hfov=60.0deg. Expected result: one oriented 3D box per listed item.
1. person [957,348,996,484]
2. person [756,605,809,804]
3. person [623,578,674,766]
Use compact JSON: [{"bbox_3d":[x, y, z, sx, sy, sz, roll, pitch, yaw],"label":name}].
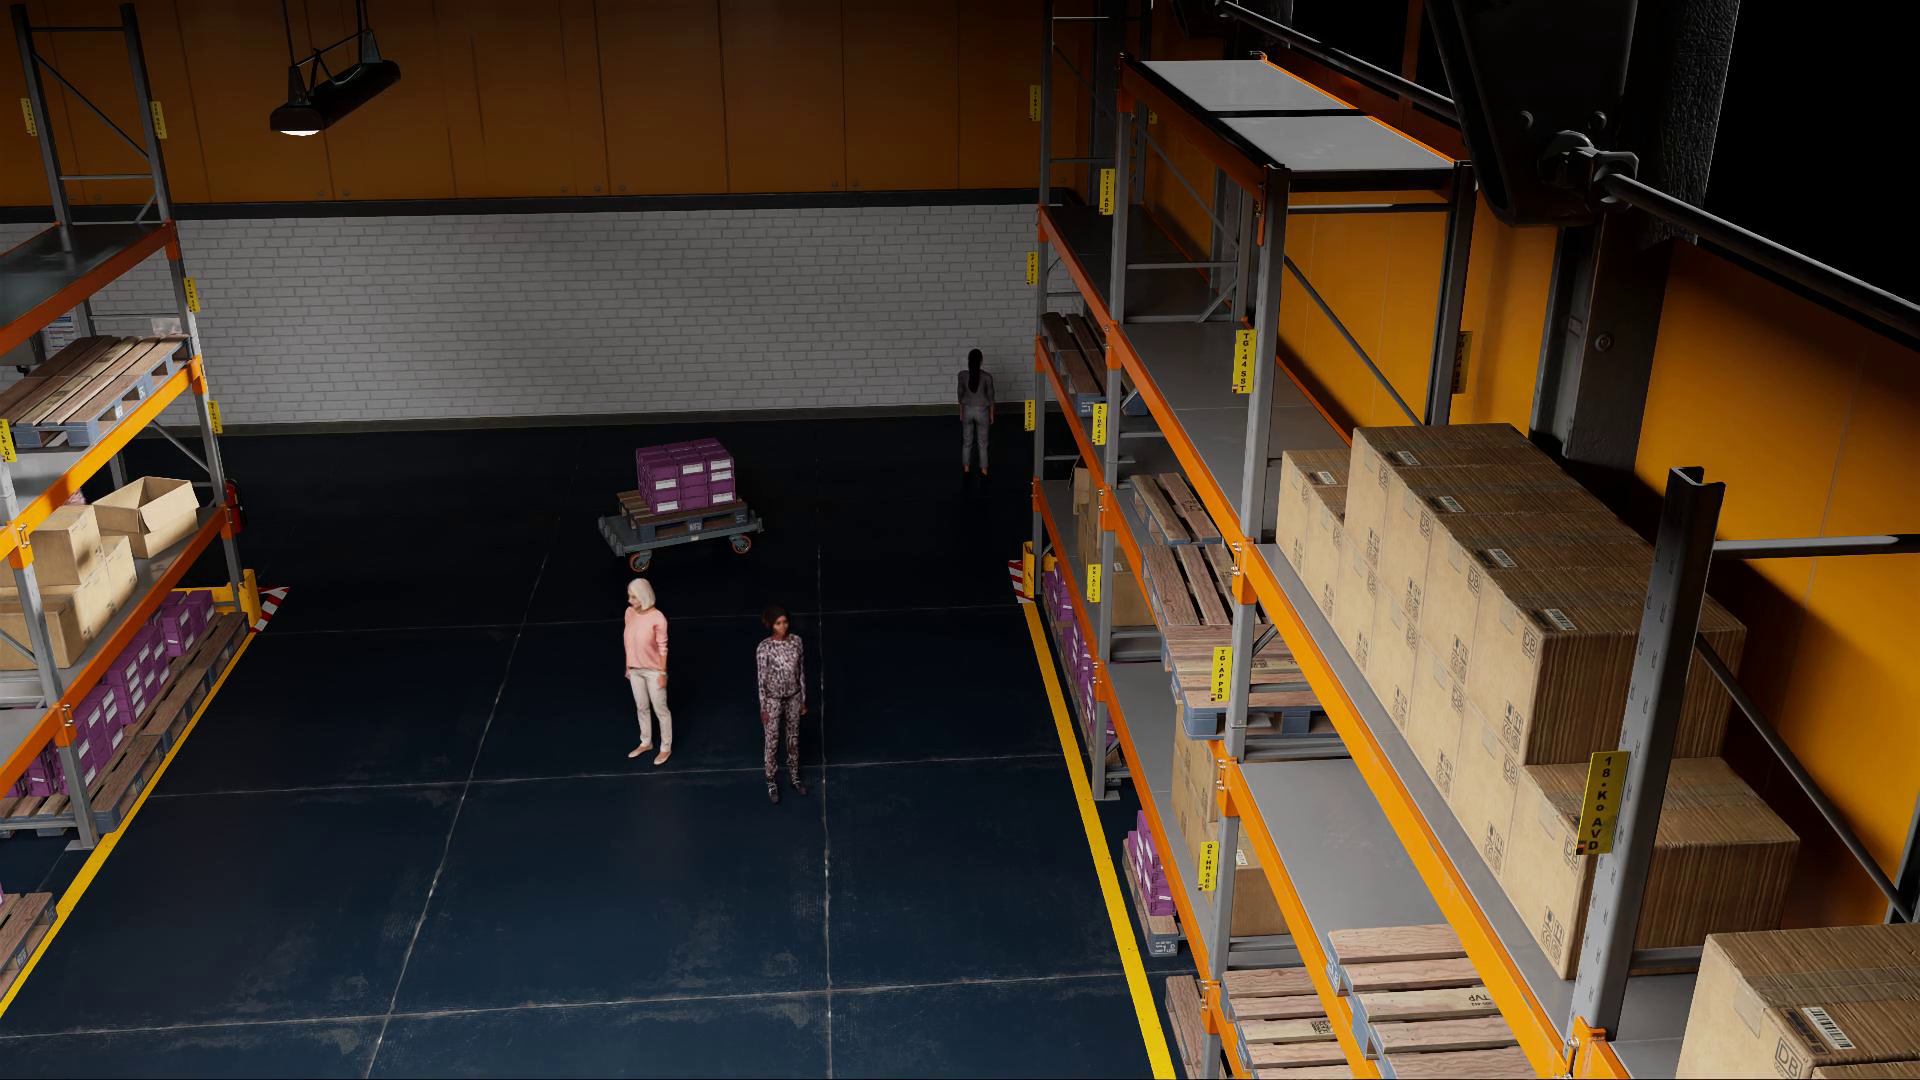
[{"bbox_3d":[0.190,-1.505,20.107,0.705,1.679,0.714,7,25,16],"label":"person"},{"bbox_3d":[-1.456,1.325,13.595,0.663,1.710,0.689,-12,26,-25],"label":"person"},{"bbox_3d":[-2.651,1.084,14.129,0.683,1.723,0.699,12,26,26],"label":"person"}]
